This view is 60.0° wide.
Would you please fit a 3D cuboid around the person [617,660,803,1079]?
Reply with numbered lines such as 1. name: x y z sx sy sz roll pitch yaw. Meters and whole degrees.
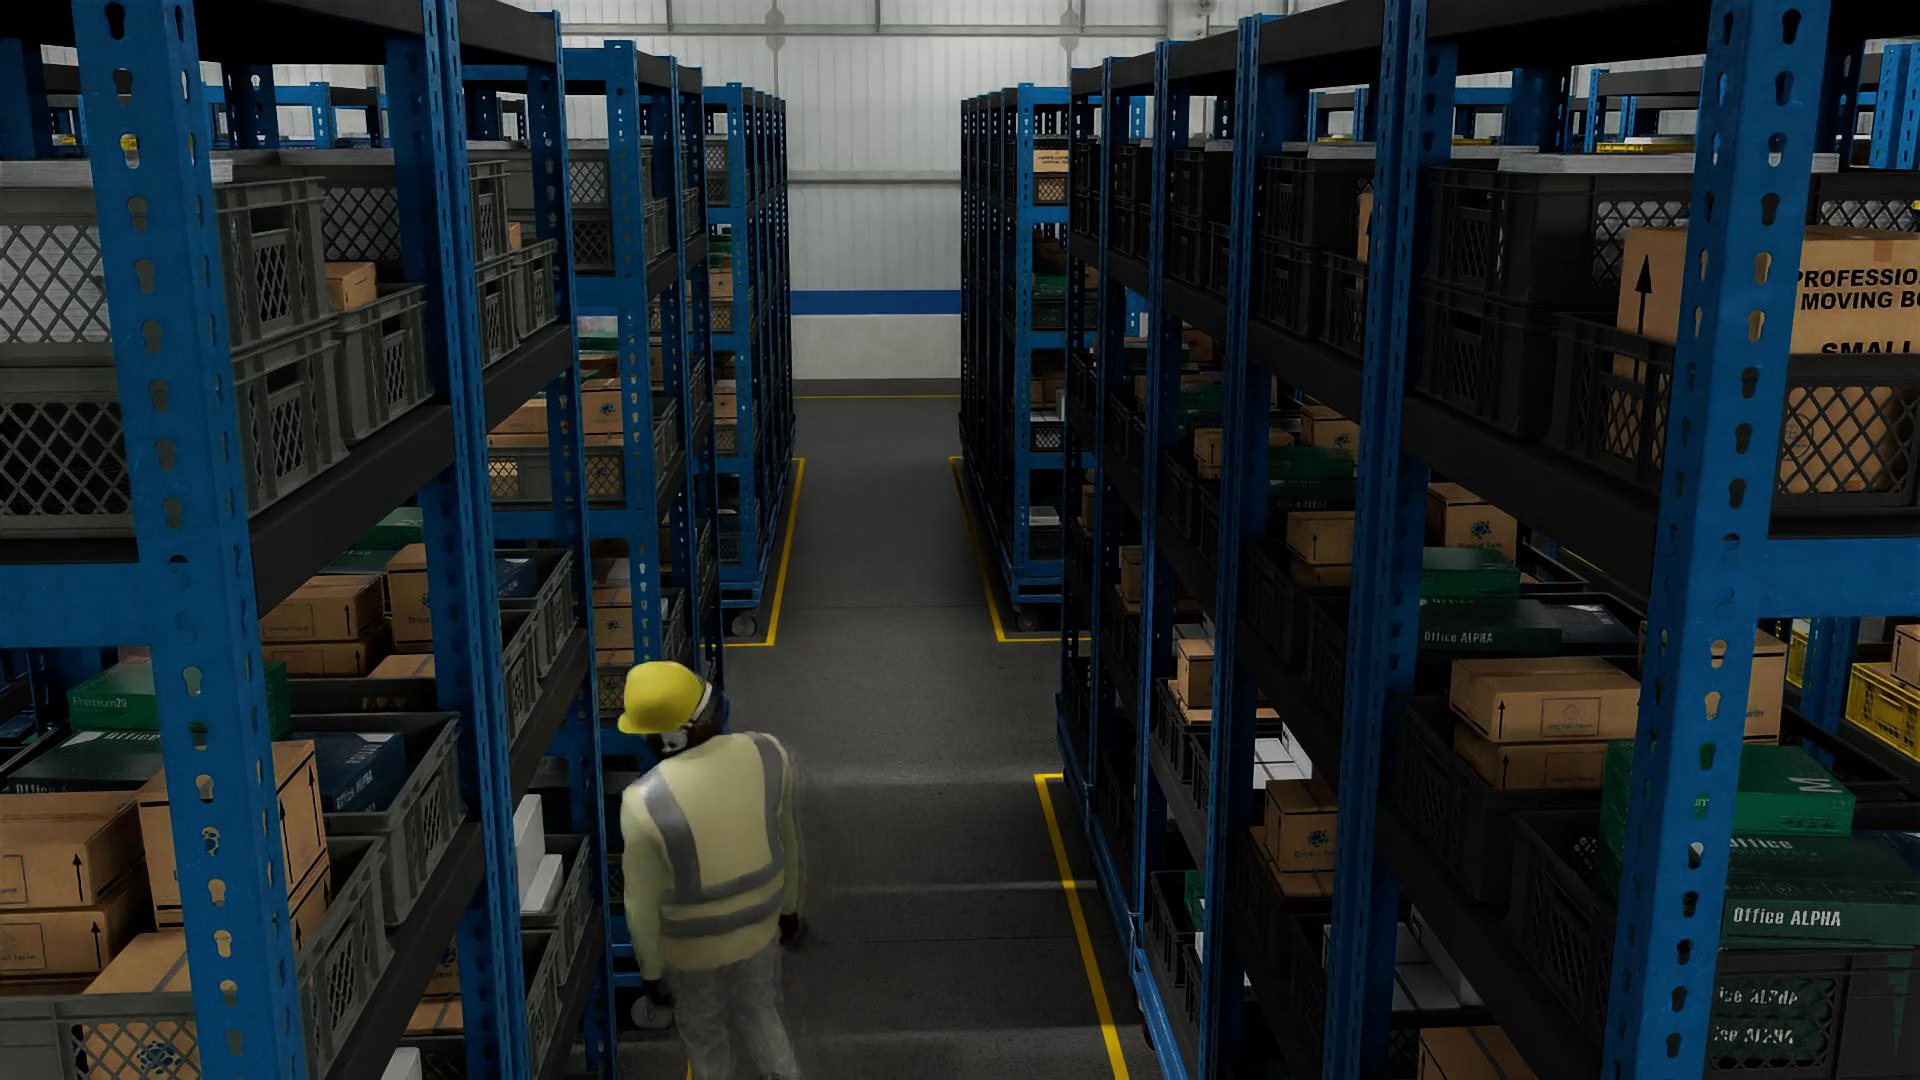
1. person: -0.734 1.217 5.125 0.622 1.792 0.526 -10 17 -35
